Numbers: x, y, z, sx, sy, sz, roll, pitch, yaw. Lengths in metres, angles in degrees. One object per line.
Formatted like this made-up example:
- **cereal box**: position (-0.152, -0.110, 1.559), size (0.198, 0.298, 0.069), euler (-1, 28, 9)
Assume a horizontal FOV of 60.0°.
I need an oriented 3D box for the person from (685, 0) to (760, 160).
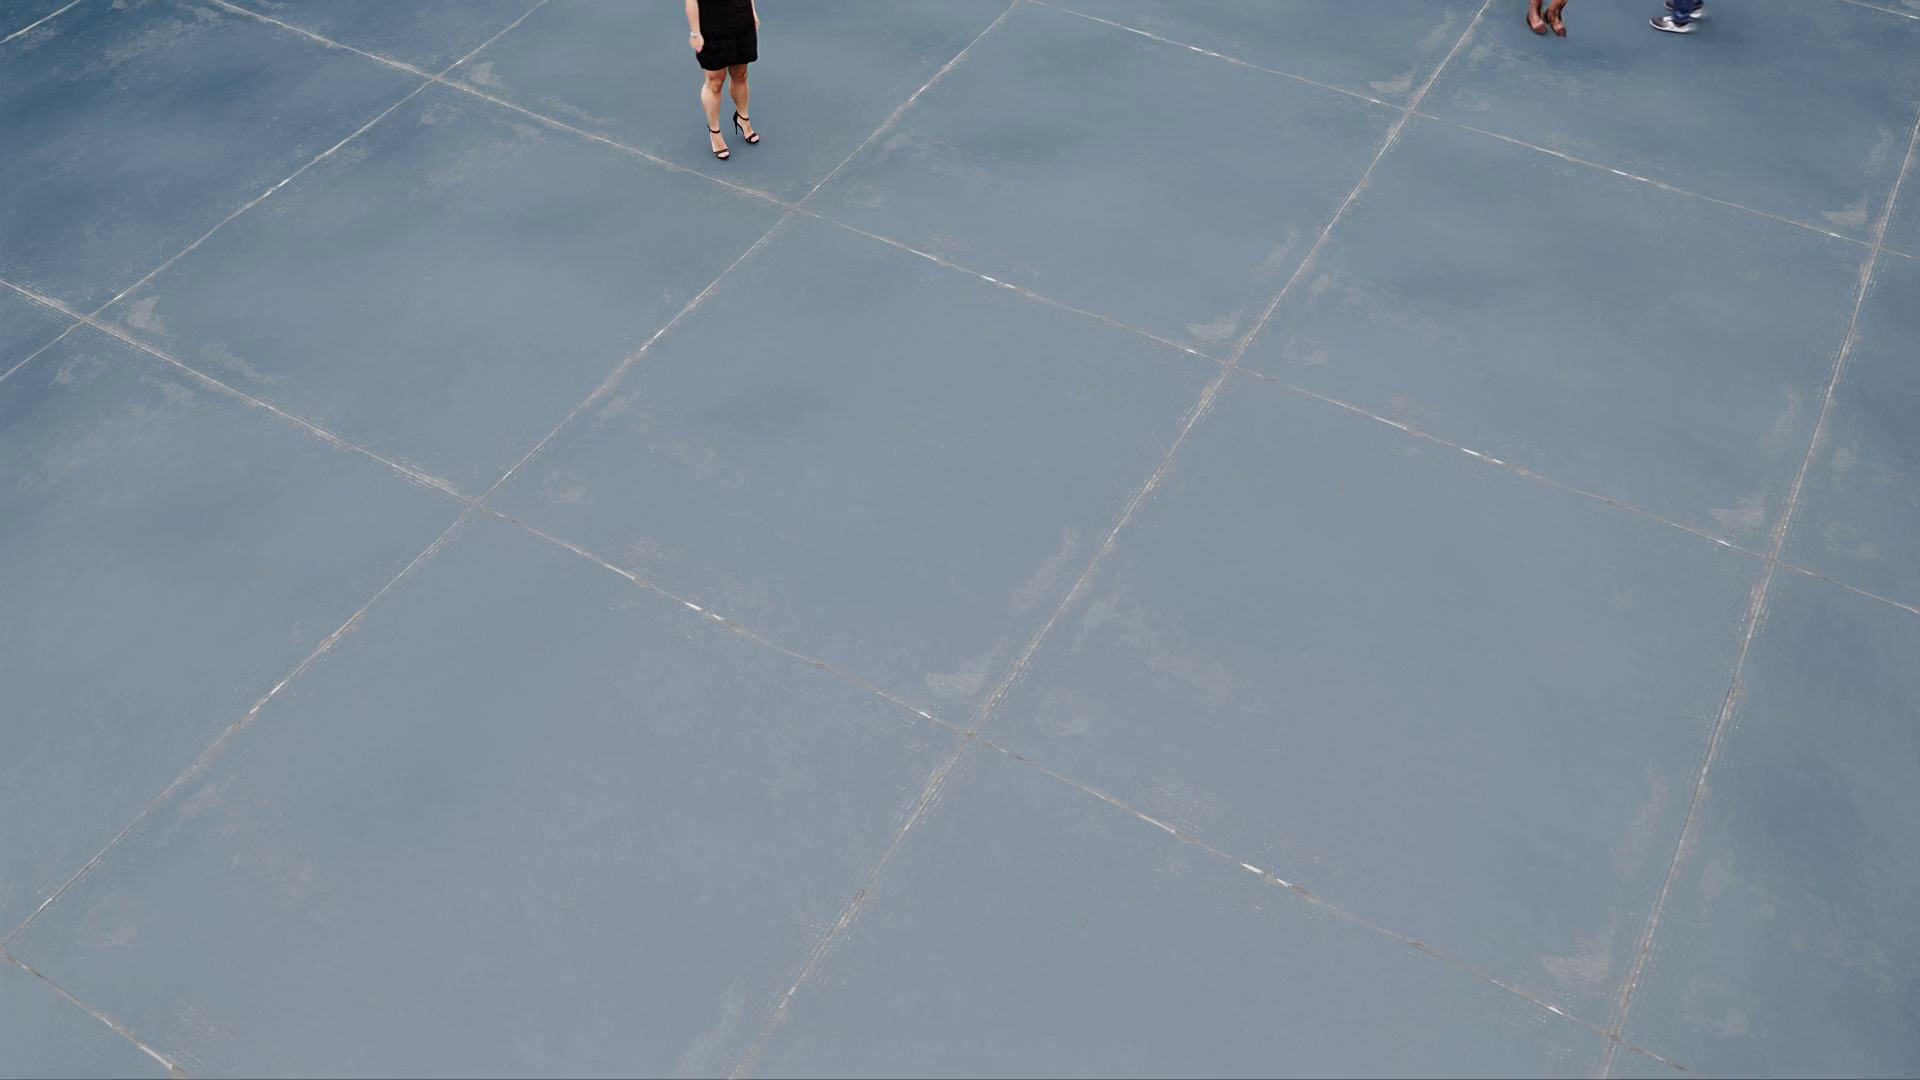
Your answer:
- **person**: position (-1.481, -3.190, 10.347), size (0.722, 1.718, 0.707), euler (-33, 55, -27)
